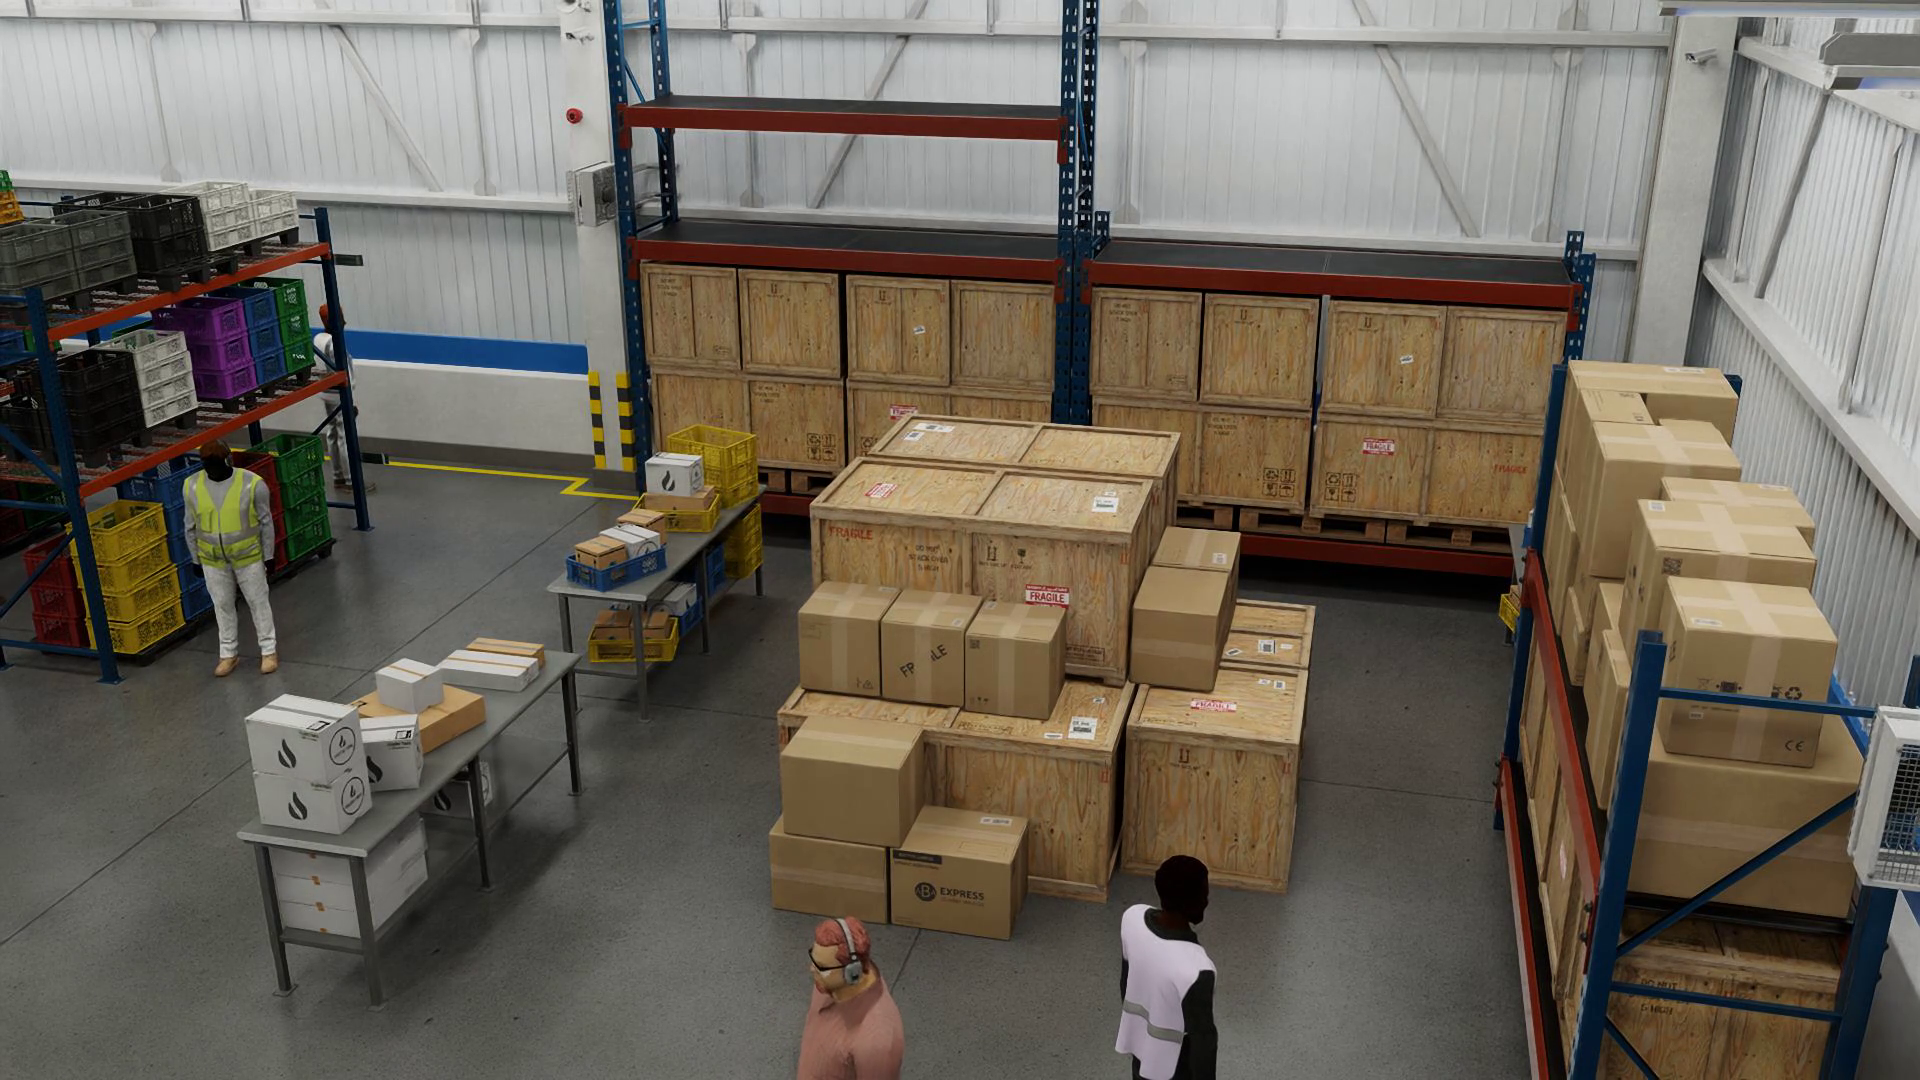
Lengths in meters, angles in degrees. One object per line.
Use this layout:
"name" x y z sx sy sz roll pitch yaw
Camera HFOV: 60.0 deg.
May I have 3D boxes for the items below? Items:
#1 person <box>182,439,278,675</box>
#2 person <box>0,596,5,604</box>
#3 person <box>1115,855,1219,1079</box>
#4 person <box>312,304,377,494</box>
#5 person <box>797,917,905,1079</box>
"person" -5.466 0.128 12.488 0.633 1.843 0.429 -3 21 -8
"person" -8.205 -0.318 13.521 0.352 1.937 0.635 4 21 9
"person" 0.872 2.182 7.013 0.392 1.917 0.593 -11 24 -27
"person" -6.126 -1.397 16.420 0.359 1.884 0.573 -18 27 -39
"person" -0.443 2.332 6.650 0.400 1.901 0.644 -7 22 -17
